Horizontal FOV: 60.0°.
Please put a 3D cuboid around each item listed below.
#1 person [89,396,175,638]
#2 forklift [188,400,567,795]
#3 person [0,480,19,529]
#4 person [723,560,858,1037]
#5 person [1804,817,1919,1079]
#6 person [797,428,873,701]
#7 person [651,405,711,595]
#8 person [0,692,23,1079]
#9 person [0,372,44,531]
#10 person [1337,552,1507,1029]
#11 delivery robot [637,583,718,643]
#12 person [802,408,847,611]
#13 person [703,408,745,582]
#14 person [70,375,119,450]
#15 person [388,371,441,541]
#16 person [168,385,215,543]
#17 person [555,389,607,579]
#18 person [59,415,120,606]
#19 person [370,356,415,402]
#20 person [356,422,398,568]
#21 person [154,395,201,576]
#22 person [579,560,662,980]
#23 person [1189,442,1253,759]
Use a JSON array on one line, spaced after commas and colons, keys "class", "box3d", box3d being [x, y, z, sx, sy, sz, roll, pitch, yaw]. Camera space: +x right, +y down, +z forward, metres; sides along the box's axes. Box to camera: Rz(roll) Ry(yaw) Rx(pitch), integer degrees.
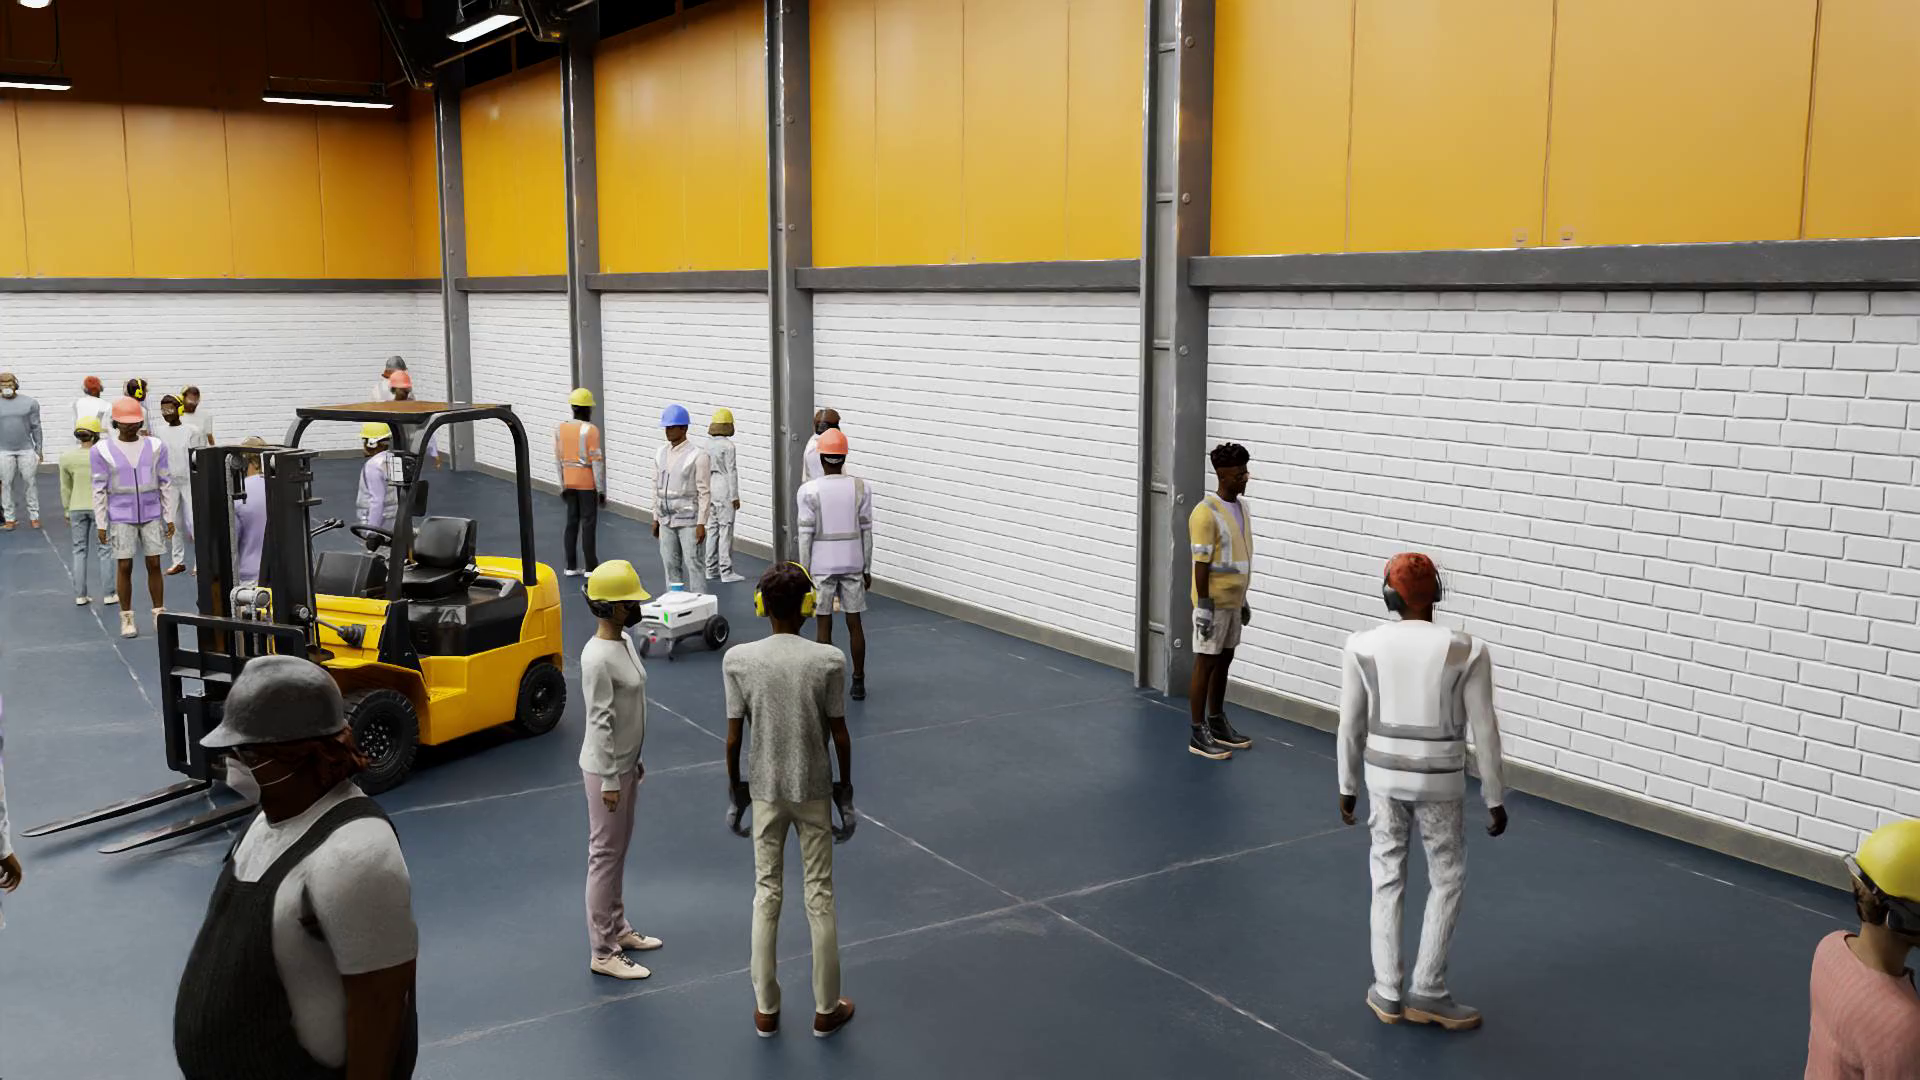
[{"class": "person", "box3d": [-6.909, -0.188, 13.928, 0.611, 2.030, 0.410, -7, 11, -39]}, {"class": "forklift", "box3d": [-3.529, 0.258, 10.348, 1.214, 2.155, 2.313, 4, 9, 25]}, {"class": "person", "box3d": [-11.877, -1.121, 20.411, 0.367, 1.966, 0.607, -1, 9, -8]}, {"class": "person", "box3d": [-0.654, 1.002, 6.449, 0.518, 1.865, 0.327, 1, 8, 4]}, {"class": "person", "box3d": [2.019, 1.465, 3.690, 0.345, 1.758, 0.532, 2, 9, 11]}, {"class": "person", "box3d": [-0.882, 0.183, 11.714, 0.542, 1.939, 0.363, -3, 9, -17]}, {"class": "person", "box3d": [-2.370, -0.174, 14.087, 0.605, 1.948, 0.391, 5, 10, 31]}, {"class": "person", "box3d": [-3.467, 1.083, 5.664, 0.383, 1.933, 0.552, 4, 9, 27]}, {"class": "person", "box3d": [-11.503, -1.072, 20.224, 0.635, 1.929, 0.382, -5, 10, -32]}, {"class": "person", "box3d": [1.814, 0.980, 6.578, 0.646, 1.867, 0.388, 4, 9, 25]}, {"class": "delivery robot", "box3d": [-2.261, 0.587, 13.317, 0.477, 0.478, 0.707, 5, 10, 28]}, {"class": "person", "box3d": [-1.222, -0.280, 15.169, 0.429, 1.840, 0.629, -1, 8, -3]}, {"class": "person", "box3d": [-2.376, -0.454, 16.703, 0.320, 1.737, 0.490, -7, 11, -40]}, {"class": "person", "box3d": [-10.801, -1.125, 20.762, 0.609, 1.866, 0.715, 0, 8, 2]}, {"class": "person", "box3d": [-6.469, -0.985, 19.431, 0.620, 1.976, 1.077, -7, 11, -40]}, {"class": "person", "box3d": [-8.958, -0.903, 19.407, 0.503, 1.839, 0.785, -7, 11, -38]}, {"class": "person", "box3d": [-3.836, -0.560, 16.817, 0.634, 1.927, 0.411, 5, 10, 32]}, {"class": "person", "box3d": [-8.026, -0.271, 15.386, 0.527, 1.760, 0.345, -1, 8, -4]}, {"class": "person", "box3d": [-7.635, -1.496, 22.689, 0.689, 2.000, 0.539, 4, 10, 27]}, {"class": "person", "box3d": [-4.923, -0.130, 14.178, 0.404, 1.833, 0.591, 0, 8, 3]}, {"class": "person", "box3d": [-7.956, -0.556, 16.972, 0.510, 1.861, 0.324, 1, 8, 4]}, {"class": "person", "box3d": [-1.448, 0.959, 7.066, 0.309, 1.769, 0.525, 0, 8, 0]}, {"class": "person", "box3d": [1.642, 0.363, 10.407, 0.370, 1.966, 0.608, 6, 10, 35]}]
